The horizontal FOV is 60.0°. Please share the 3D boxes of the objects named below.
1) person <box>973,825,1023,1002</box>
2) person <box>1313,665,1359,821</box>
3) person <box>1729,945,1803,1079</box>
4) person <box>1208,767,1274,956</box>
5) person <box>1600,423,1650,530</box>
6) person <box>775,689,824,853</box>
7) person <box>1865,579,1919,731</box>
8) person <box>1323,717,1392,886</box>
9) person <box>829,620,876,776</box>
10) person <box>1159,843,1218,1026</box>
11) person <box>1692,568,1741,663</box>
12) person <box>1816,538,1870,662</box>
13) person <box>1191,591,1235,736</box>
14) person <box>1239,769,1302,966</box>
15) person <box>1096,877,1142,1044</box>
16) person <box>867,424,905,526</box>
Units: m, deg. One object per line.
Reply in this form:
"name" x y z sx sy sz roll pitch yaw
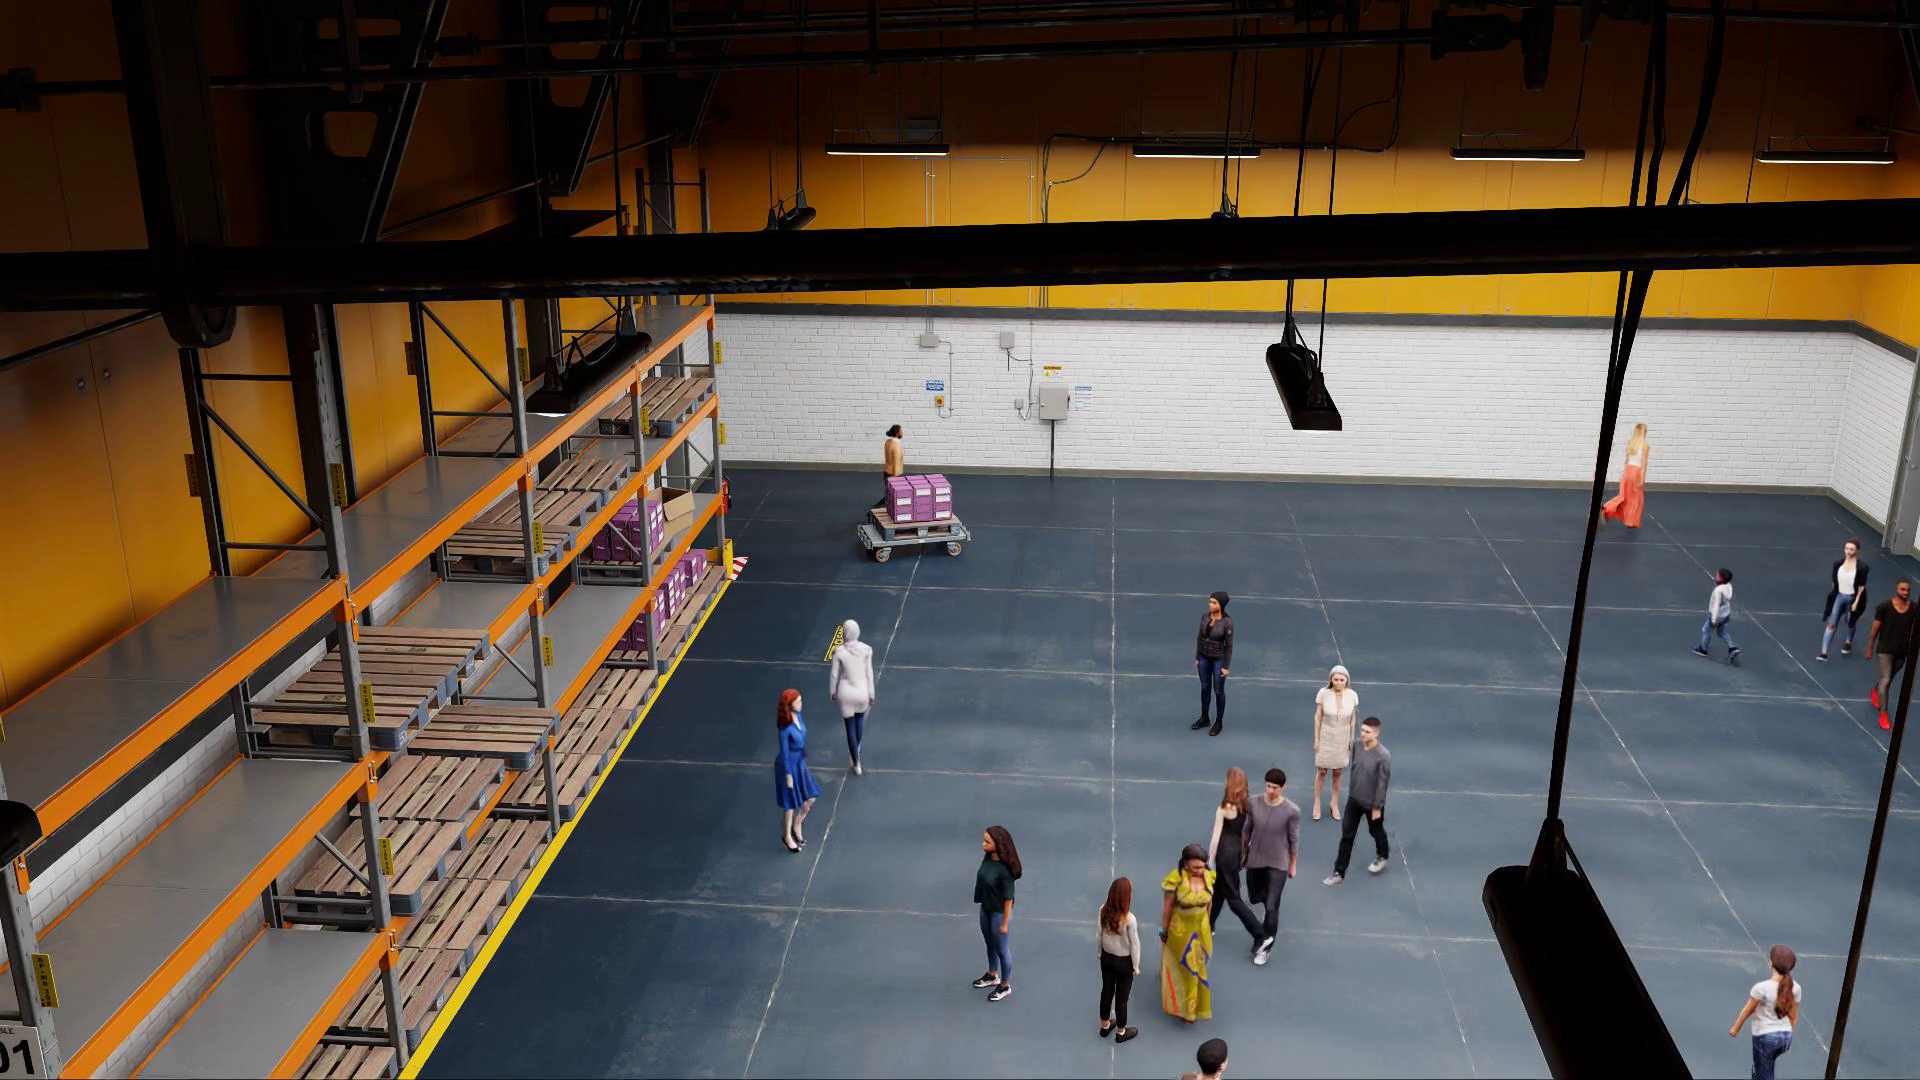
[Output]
"person" 0.320 3.223 14.496 0.772 1.617 0.694 -10 21 -28
"person" 3.935 2.133 17.549 0.602 1.736 0.554 1 19 2
"person" 6.240 3.861 12.726 0.655 1.539 0.909 -3 19 -8
"person" 2.553 2.951 15.170 1.077 1.702 1.171 -15 24 -37
"person" 10.748 -0.992 26.757 0.957 1.781 1.052 -6 20 -18
"person" -1.776 2.329 16.841 0.777 1.815 0.680 7 20 20
"person" 11.176 1.296 19.974 0.743 1.773 1.227 4 19 11
"person" 4.050 2.550 16.343 1.194 1.714 1.128 -15 24 -38
"person" -1.181 1.782 18.566 0.829 1.752 1.054 -4 19 -12
"person" 1.905 3.292 14.267 1.115 1.633 1.293 -8 20 -22
"person" 9.973 0.982 21.738 0.747 1.244 0.882 -11 21 -29
"person" 11.615 0.793 21.706 1.217 1.622 1.097 -18 25 -42
"person" 2.997 1.431 19.617 0.715 1.746 0.757 17 25 41
"person" 2.831 2.894 15.151 0.964 1.823 1.177 10 21 27
"person" 1.311 3.497 13.893 0.617 1.484 0.637 14 23 36
"person" -1.139 -1.002 26.866 1.073 1.731 1.104 -10 21 -27
